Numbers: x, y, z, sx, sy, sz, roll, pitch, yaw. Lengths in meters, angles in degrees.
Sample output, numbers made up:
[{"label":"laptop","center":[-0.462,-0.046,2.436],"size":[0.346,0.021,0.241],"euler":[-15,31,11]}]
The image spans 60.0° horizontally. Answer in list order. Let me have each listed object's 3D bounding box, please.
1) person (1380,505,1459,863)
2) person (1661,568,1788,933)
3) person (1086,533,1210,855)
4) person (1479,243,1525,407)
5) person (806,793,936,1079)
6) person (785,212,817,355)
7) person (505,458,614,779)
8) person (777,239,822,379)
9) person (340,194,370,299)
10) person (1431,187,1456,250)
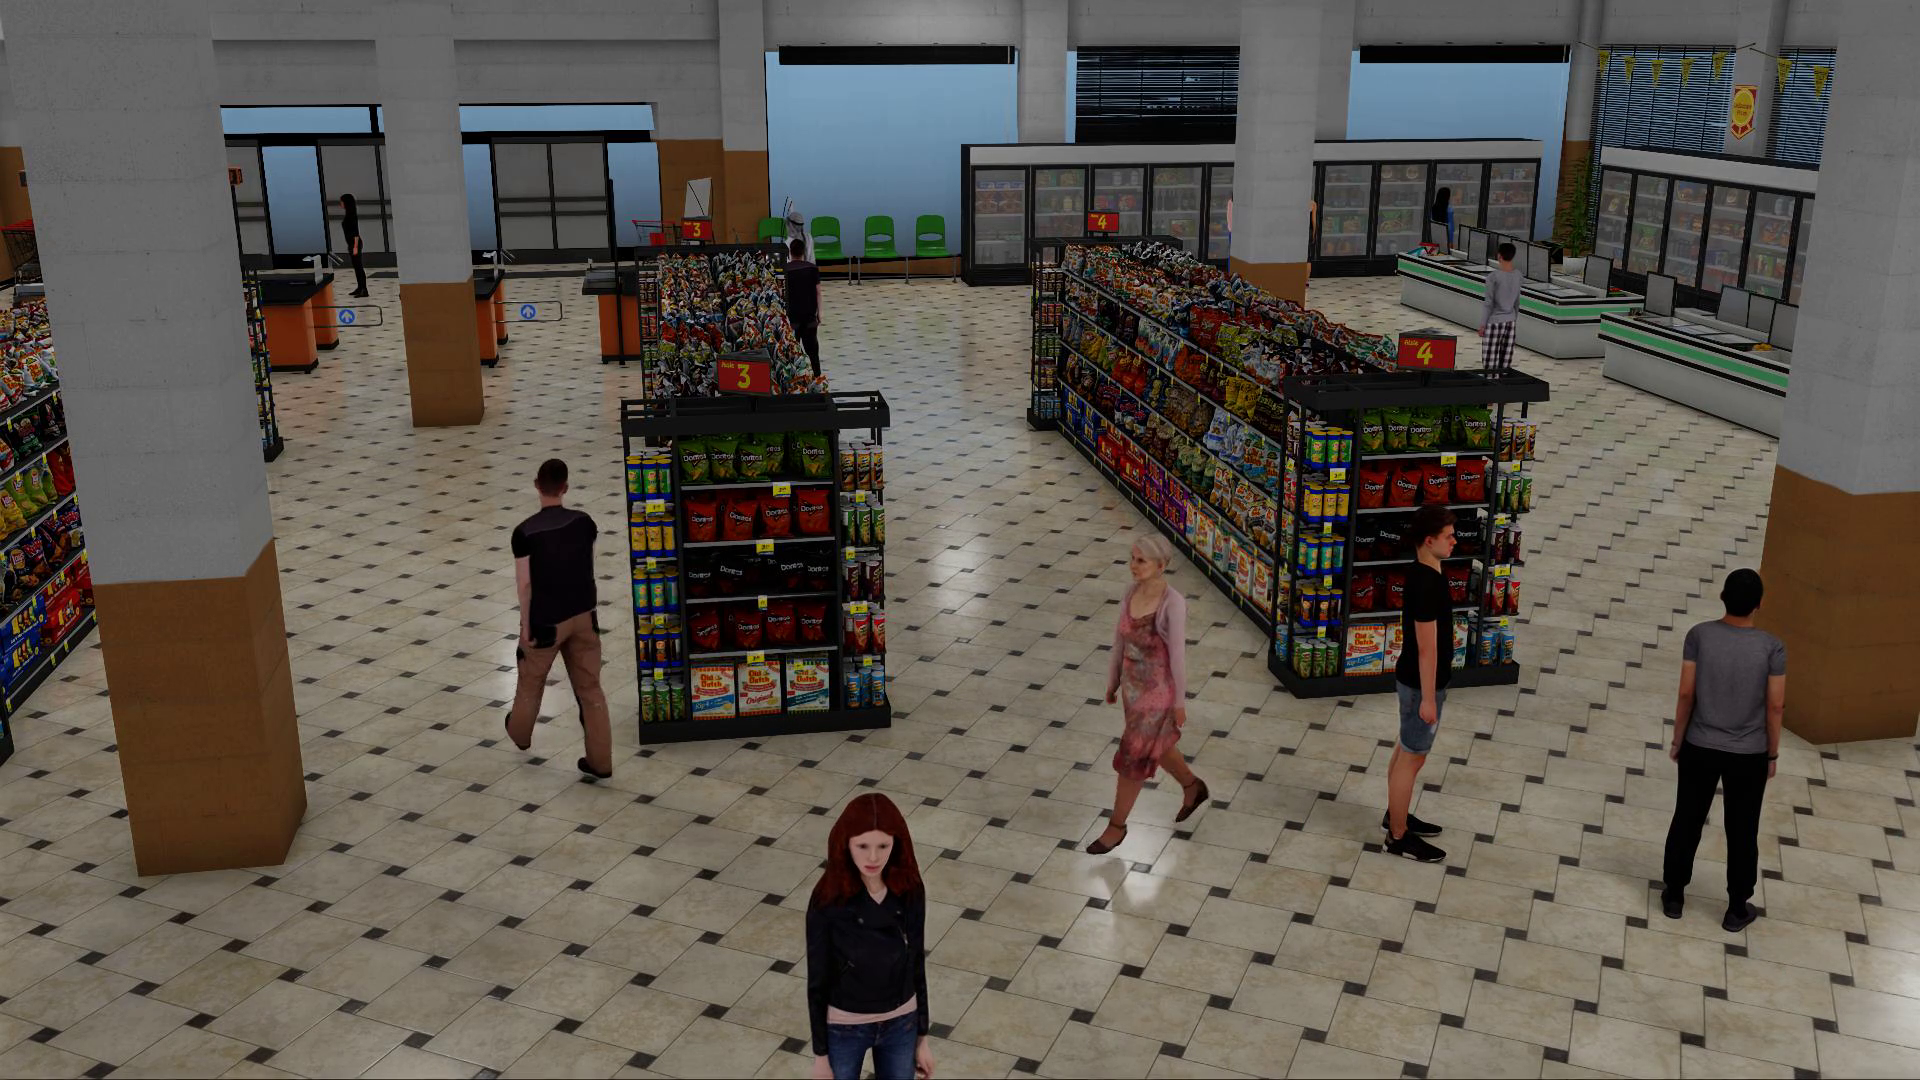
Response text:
[{"label":"person","center":[2.348,0.707,8.494],"size":[0.804,1.847,0.641],"euler":[4,17,12]},{"label":"person","center":[3.577,0.971,7.783],"size":[0.704,1.754,0.756],"euler":[11,20,32]},{"label":"person","center":[1.038,0.781,8.579],"size":[0.943,1.656,1.087],"euler":[-11,20,-31]},{"label":"person","center":[6.142,-2.451,18.892],"size":[0.651,1.847,0.571],"euler":[-5,18,-17]},{"label":"person","center":[-0.303,1.651,5.481],"size":[0.623,1.789,0.609],"euler":[-7,18,-22]},{"label":"person","center":[-2.072,-3.244,21.367],"size":[0.877,1.926,0.803],"euler":[10,20,30]},{"label":"person","center":[-2.190,0.484,9.338],"size":[0.998,1.782,1.280],"euler":[-12,21,-35]},{"label":"person","center":[-1.861,-2.566,19.275],"size":[0.748,1.845,0.631],"euler":[-5,18,-18]},{"label":"person","center":[-9.769,-4.756,26.839],"size":[0.717,1.641,0.576],"euler":[-10,20,-31]},{"label":"person","center":[7.864,-4.911,27.227],"size":[0.736,1.712,0.586],"euler":[-10,19,-29]}]
